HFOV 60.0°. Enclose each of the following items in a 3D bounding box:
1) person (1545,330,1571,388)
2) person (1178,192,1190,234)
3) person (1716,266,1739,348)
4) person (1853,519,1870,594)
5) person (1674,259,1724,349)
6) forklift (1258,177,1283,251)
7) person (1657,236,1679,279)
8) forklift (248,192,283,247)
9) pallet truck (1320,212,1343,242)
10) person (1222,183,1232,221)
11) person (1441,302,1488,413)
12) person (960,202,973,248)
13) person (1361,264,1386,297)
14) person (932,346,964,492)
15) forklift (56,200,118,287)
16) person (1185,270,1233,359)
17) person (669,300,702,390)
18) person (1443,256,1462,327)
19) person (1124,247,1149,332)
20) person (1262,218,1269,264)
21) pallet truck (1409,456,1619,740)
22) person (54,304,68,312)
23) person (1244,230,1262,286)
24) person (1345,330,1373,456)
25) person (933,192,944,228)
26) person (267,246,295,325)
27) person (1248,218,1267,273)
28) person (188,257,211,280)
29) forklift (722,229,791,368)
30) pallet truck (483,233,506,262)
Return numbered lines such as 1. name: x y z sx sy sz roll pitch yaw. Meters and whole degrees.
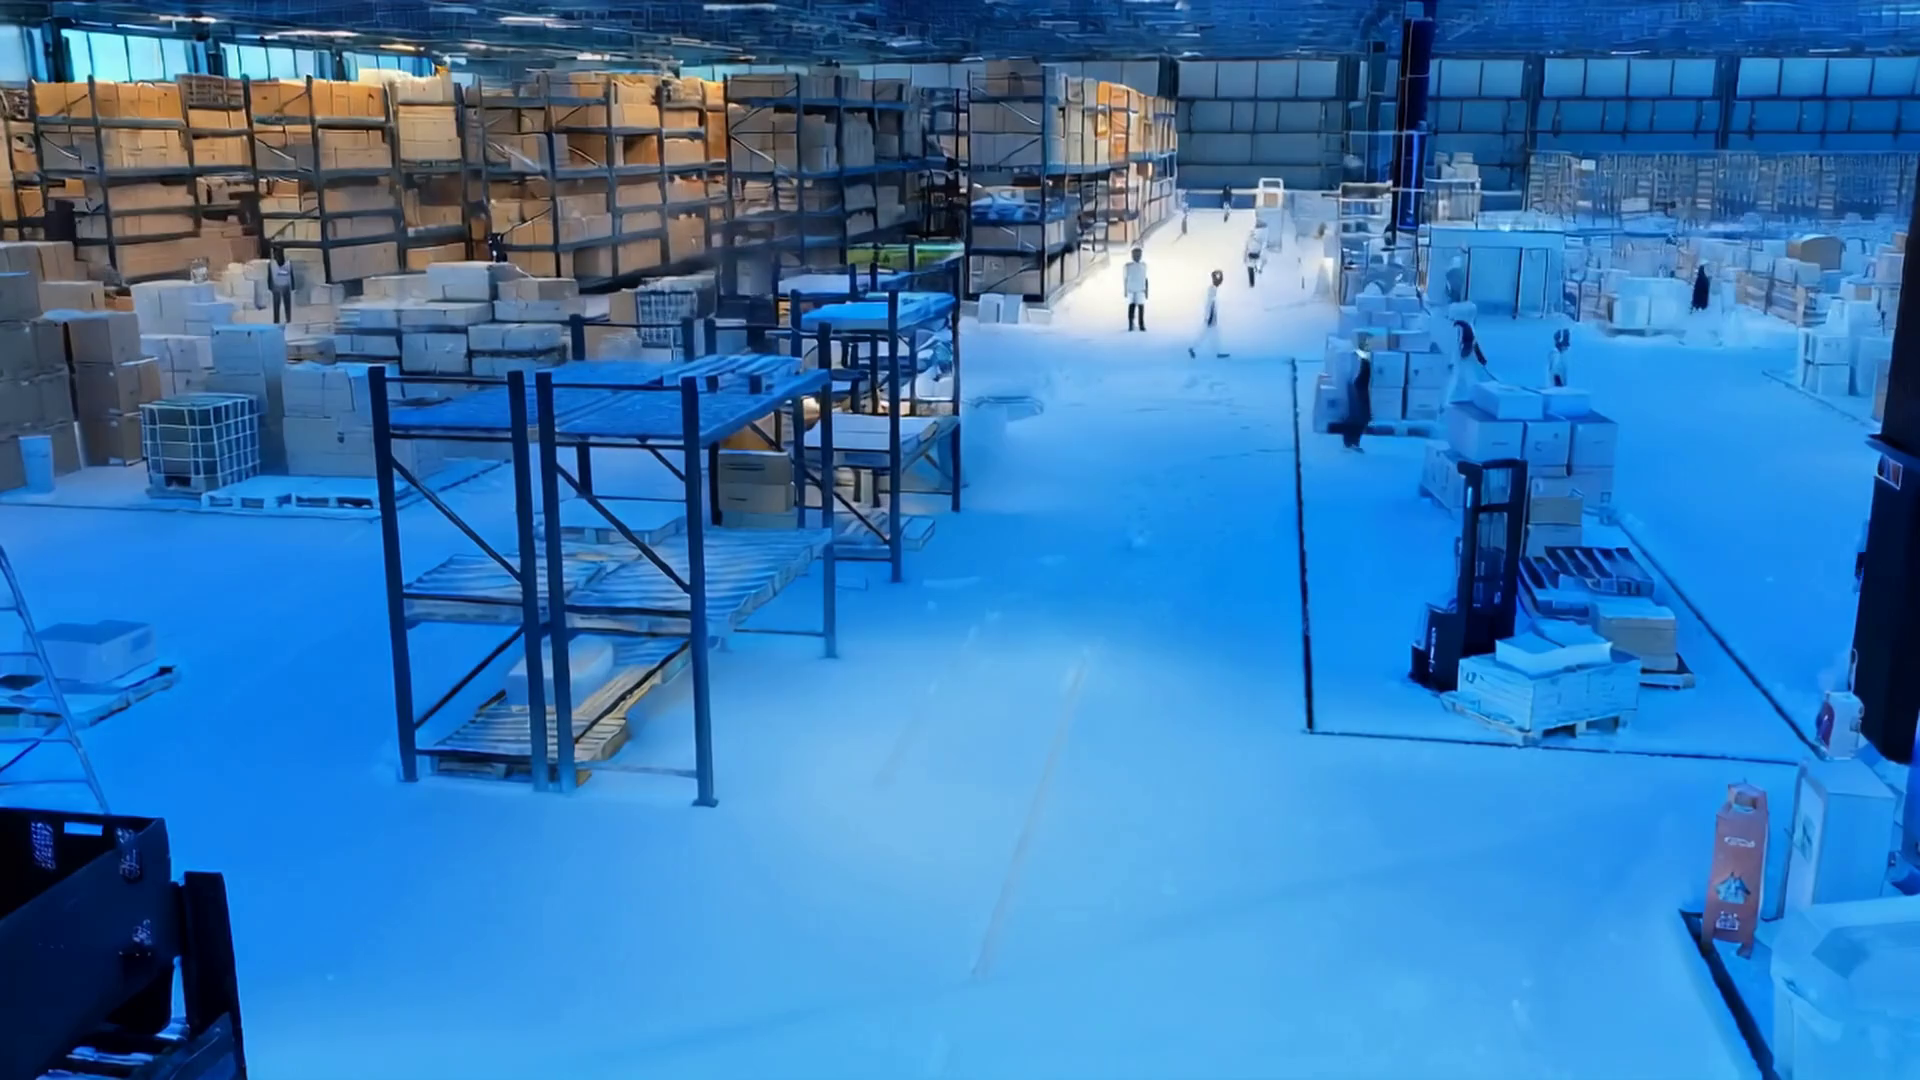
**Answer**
1. person: 8.475 -2.050 23.609 0.323 1.871 0.530 2 14 8
2. person: 10.179 -14.880 75.648 0.571 1.888 0.957 2 14 7
3. person: 16.593 -5.027 35.908 0.531 1.768 0.311 -10 17 -36
4. person: 7.941 0.358 14.207 0.423 1.675 0.567 -9 17 -33
5. person: 15.906 -5.026 35.547 0.906 1.952 0.623 9 16 32
6. forklift: 12.083 -12.747 64.956 1.129 2.768 1.873 3 14 10
7. person: 19.921 -7.704 46.835 0.538 1.745 0.788 4 14 17
8. forklift: -20.555 -8.937 49.488 1.129 2.768 1.873 3 14 10
9. pallet truck: 15.874 -13.227 70.310 0.680 1.201 1.601 10 17 35
10. person: 13.890 -17.539 86.330 0.615 1.945 0.404 -7 16 -27
11. person: 8.395 -2.980 27.375 0.966 1.865 0.634 8 16 30
12. person: 0.202 -11.809 63.009 1.040 1.989 0.619 -10 17 -35
13. person: 8.355 -4.585 33.546 0.987 2.000 0.687 10 17 35
14. person: -0.181 -1.533 21.407 0.382 1.919 0.584 9 16 32
15. forklift: -23.297 -7.499 43.650 1.873 2.768 1.129 -9 17 -33
16. person: 5.118 -4.625 34.167 0.929 1.831 0.519 -2 14 -7
17. person: -4.570 -3.080 27.805 0.598 1.866 0.619 2 14 7
18. person: 11.787 -5.913 39.655 0.548 1.682 0.388 -12 18 -40
19. person: 4.120 -5.834 38.770 0.603 1.966 0.367 6 15 22
20. person: 10.671 -10.493 58.384 0.403 1.617 0.521 4 14 15
21. pallet truck: 4.504 0.400 13.395 0.823 1.965 1.885 -6 15 -23
22. person: -14.194 -2.811 26.581 0.645 1.927 0.642 6 15 23
23. person: 8.838 -8.501 50.163 0.555 1.684 0.364 0 14 0
24. person: 5.744 -2.103 23.905 0.398 1.828 0.525 11 17 37
25. person: -1.040 -15.954 79.973 0.552 1.916 0.739 0 14 2
26. person: -16.356 -6.126 40.084 0.592 1.910 0.386 -13 19 -42
27. person: 9.753 -9.661 54.607 0.593 1.820 0.430 1 14 5
28. person: -18.378 -6.032 40.248 0.523 1.638 0.310 -2 14 -8
29. forklift: -3.885 -4.362 30.913 1.129 2.768 1.873 3 14 10
30. pallet truck: -11.832 -7.026 43.548 1.885 1.965 0.823 8 16 28
